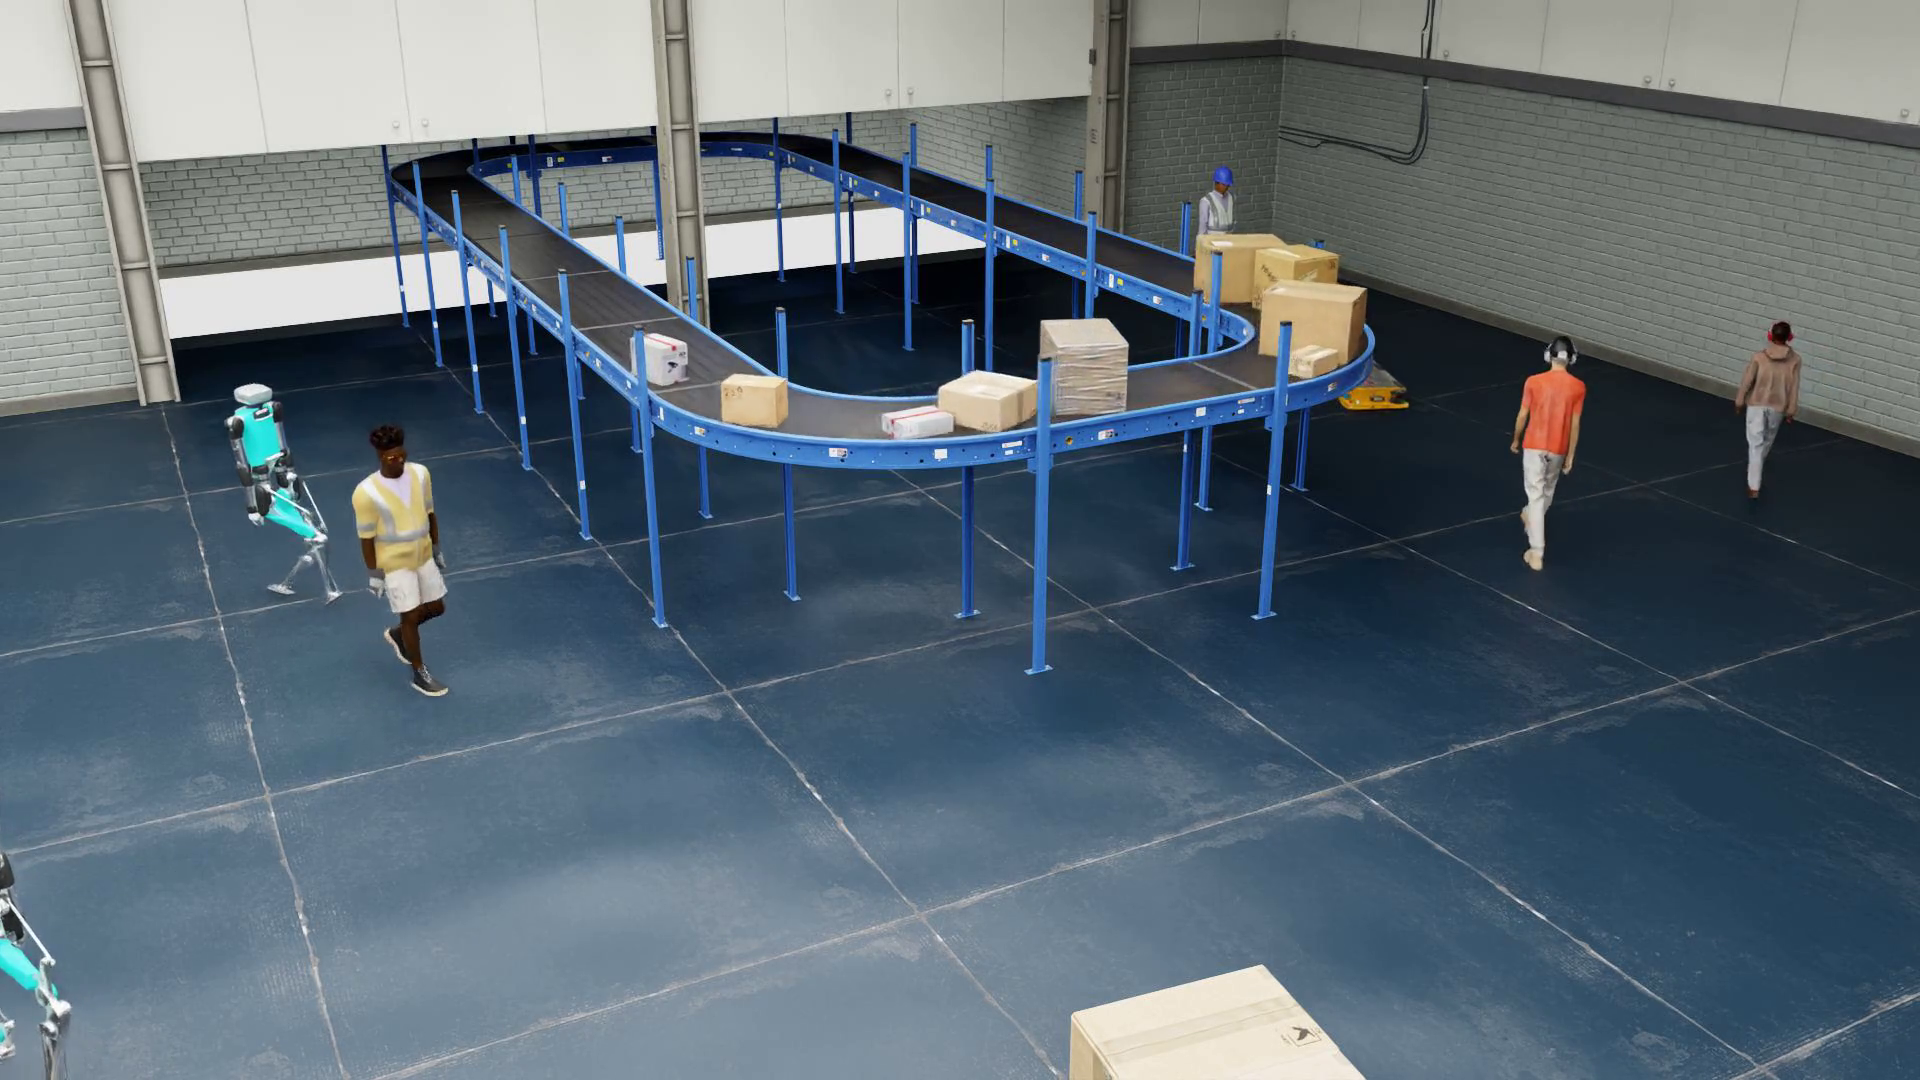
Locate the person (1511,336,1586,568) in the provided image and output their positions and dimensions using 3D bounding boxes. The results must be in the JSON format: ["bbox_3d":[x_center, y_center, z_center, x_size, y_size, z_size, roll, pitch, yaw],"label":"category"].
[{"bbox_3d":[4.817,-0.779,13.706,0.481,1.846,1.039,2,22,4],"label":"person"}]

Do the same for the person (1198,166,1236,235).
[{"bbox_3d":[3.224,-3.714,20.840,0.620,1.935,0.409,-17,28,-36],"label":"person"}]

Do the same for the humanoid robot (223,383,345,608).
[{"bbox_3d":[-5.044,-0.295,12.710,1.002,1.777,0.533,8,23,18],"label":"humanoid robot"}]

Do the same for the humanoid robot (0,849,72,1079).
[{"bbox_3d":[-4.335,1.848,7.404,1.039,1.745,0.555,14,26,31],"label":"humanoid robot"}]

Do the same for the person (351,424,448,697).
[{"bbox_3d":[-3.818,0.114,11.359,0.602,1.943,0.621,14,26,31],"label":"person"}]

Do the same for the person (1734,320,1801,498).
[{"bbox_3d":[7.297,-1.208,15.069,0.480,1.604,0.883,6,23,14],"label":"person"}]

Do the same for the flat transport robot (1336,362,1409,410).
[{"bbox_3d":[4.334,-1.704,18.088,0.659,0.231,1.431,-2,22,-4],"label":"flat transport robot"}]

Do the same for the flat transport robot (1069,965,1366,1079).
[{"bbox_3d":[1.106,2.792,6.974,1.431,0.231,0.659,-8,23,-20],"label":"flat transport robot"}]
